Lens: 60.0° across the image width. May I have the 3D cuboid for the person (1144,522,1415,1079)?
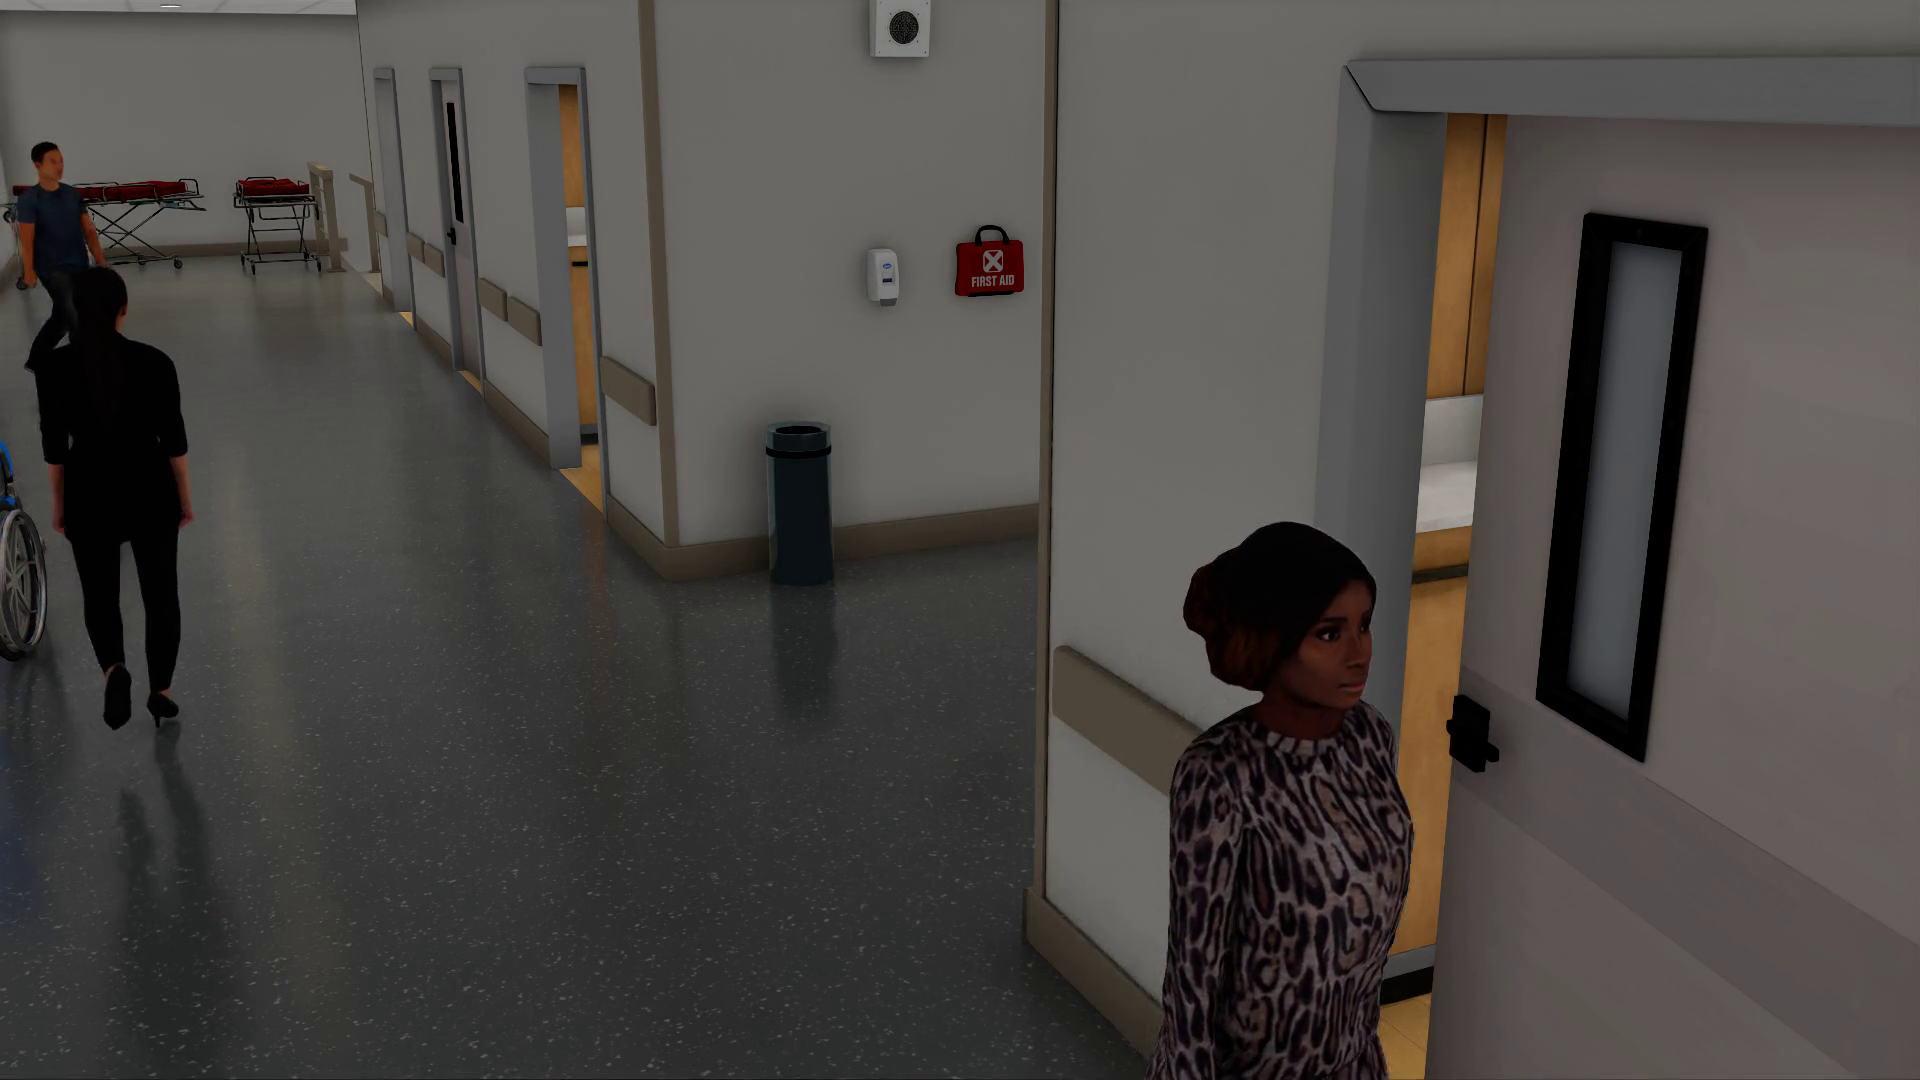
[{"bbox_3d":[0.396,0.808,2.483,0.603,1.665,1.158,-8,18,-27],"label":"person"}]

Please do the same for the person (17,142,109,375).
[{"bbox_3d":[-6.551,-1.935,12.021,1.243,1.769,1.173,6,17,20],"label":"person"}]

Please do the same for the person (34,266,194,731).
[{"bbox_3d":[-2.880,-0.084,5.692,0.637,1.642,0.794,-6,17,-19],"label":"person"}]
